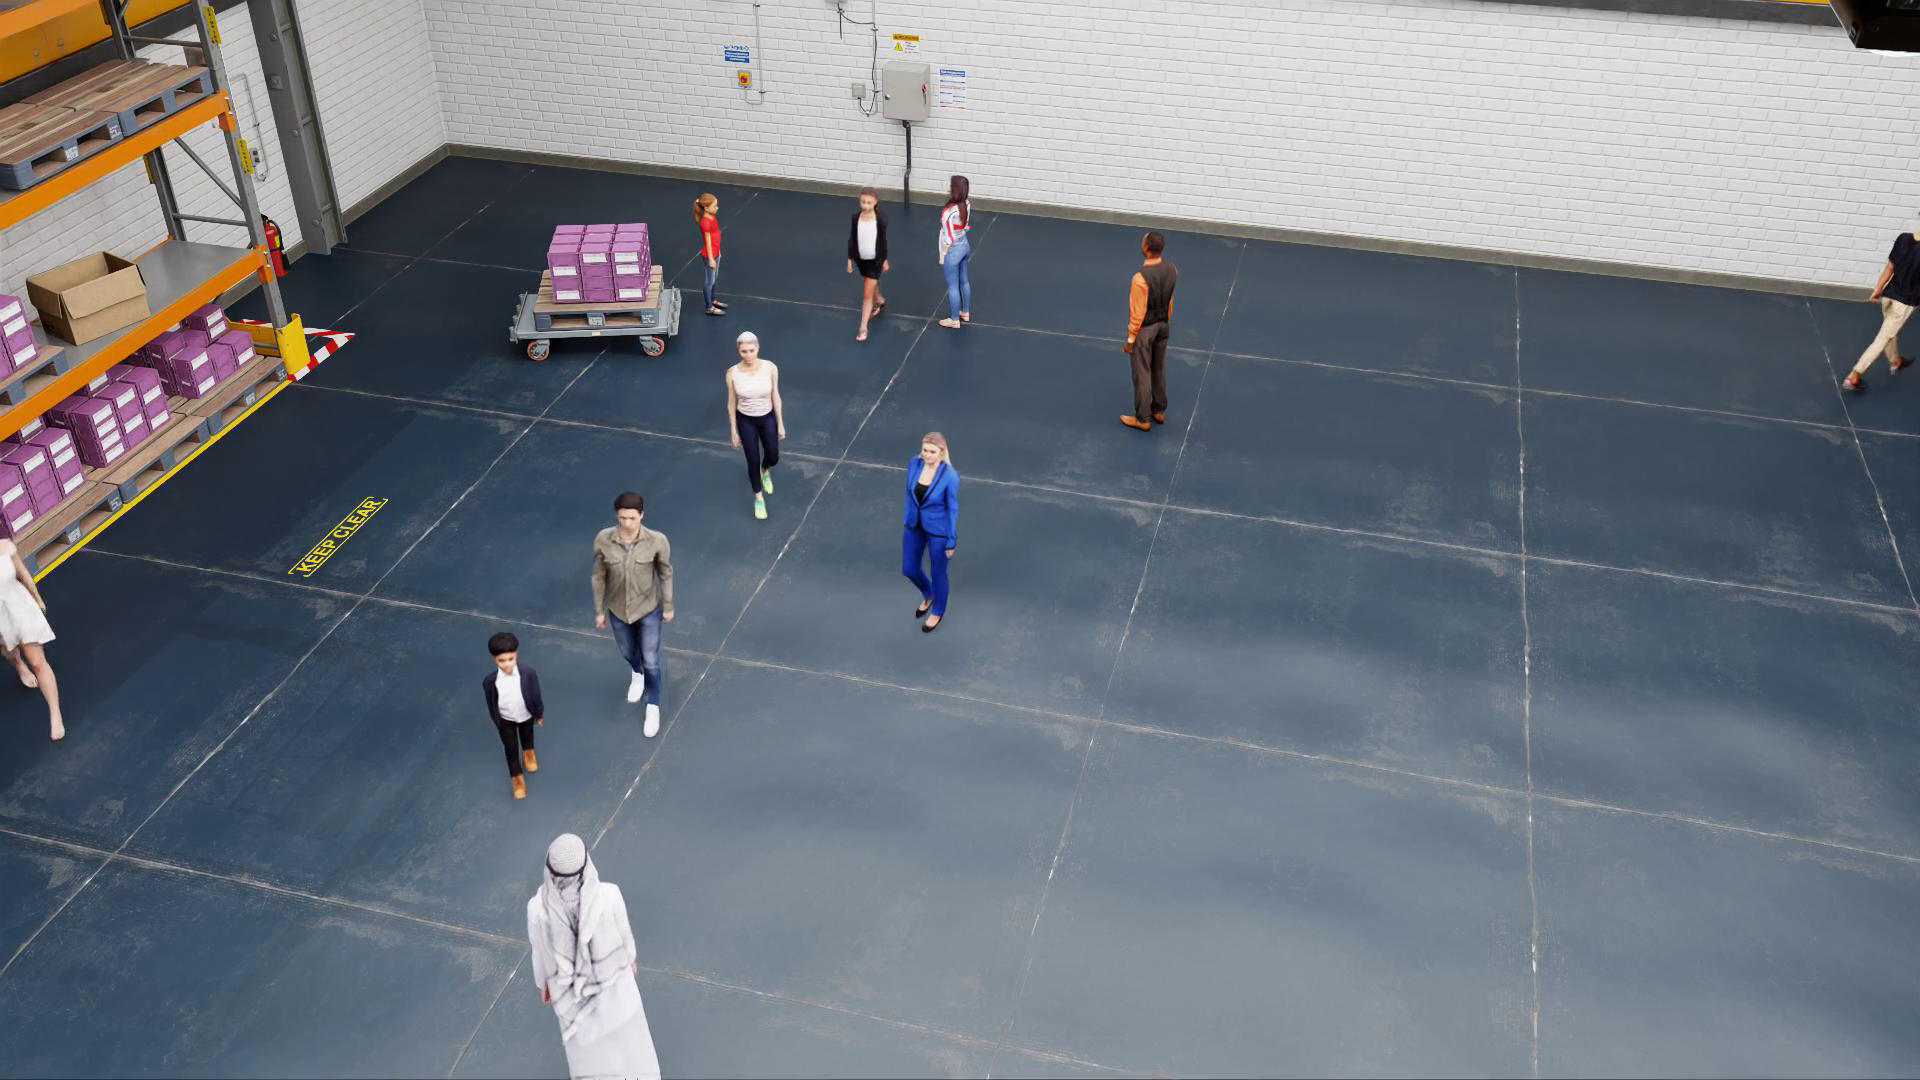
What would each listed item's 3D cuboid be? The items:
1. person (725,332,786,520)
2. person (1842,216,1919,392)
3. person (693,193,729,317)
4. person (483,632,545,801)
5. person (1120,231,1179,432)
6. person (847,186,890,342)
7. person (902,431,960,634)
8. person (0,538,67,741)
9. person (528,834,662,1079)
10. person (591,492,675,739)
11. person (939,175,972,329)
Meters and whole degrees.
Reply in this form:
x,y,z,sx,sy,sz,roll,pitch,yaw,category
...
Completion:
x,y,z,sx,sy,sz,roll,pitch,yaw,category
-1.718,-1.012,13.957,0.793,1.689,0.876,-7,34,-11,person
8.795,-2.228,15.683,1.190,1.803,1.234,-11,35,-17,person
-2.594,-2.968,17.243,0.541,1.308,0.439,5,34,7,person
-3.006,1.103,11.219,0.757,1.197,0.877,-10,35,-15,person
1.732,-1.897,15.091,0.754,1.907,0.852,-24,41,-32,person
-0.900,-2.878,16.922,0.569,1.515,1.086,10,35,15,person
-0.177,-0.105,12.588,0.712,1.693,0.667,19,38,26,person
-6.669,0.517,11.632,1.219,1.715,1.192,-26,42,-34,person
-1.951,2.303,8.757,0.826,1.924,0.817,-5,34,-8,person
-2.272,0.421,11.625,0.818,1.883,1.004,4,34,5,person
-0.041,-2.949,16.937,0.716,1.615,0.562,20,39,27,person
